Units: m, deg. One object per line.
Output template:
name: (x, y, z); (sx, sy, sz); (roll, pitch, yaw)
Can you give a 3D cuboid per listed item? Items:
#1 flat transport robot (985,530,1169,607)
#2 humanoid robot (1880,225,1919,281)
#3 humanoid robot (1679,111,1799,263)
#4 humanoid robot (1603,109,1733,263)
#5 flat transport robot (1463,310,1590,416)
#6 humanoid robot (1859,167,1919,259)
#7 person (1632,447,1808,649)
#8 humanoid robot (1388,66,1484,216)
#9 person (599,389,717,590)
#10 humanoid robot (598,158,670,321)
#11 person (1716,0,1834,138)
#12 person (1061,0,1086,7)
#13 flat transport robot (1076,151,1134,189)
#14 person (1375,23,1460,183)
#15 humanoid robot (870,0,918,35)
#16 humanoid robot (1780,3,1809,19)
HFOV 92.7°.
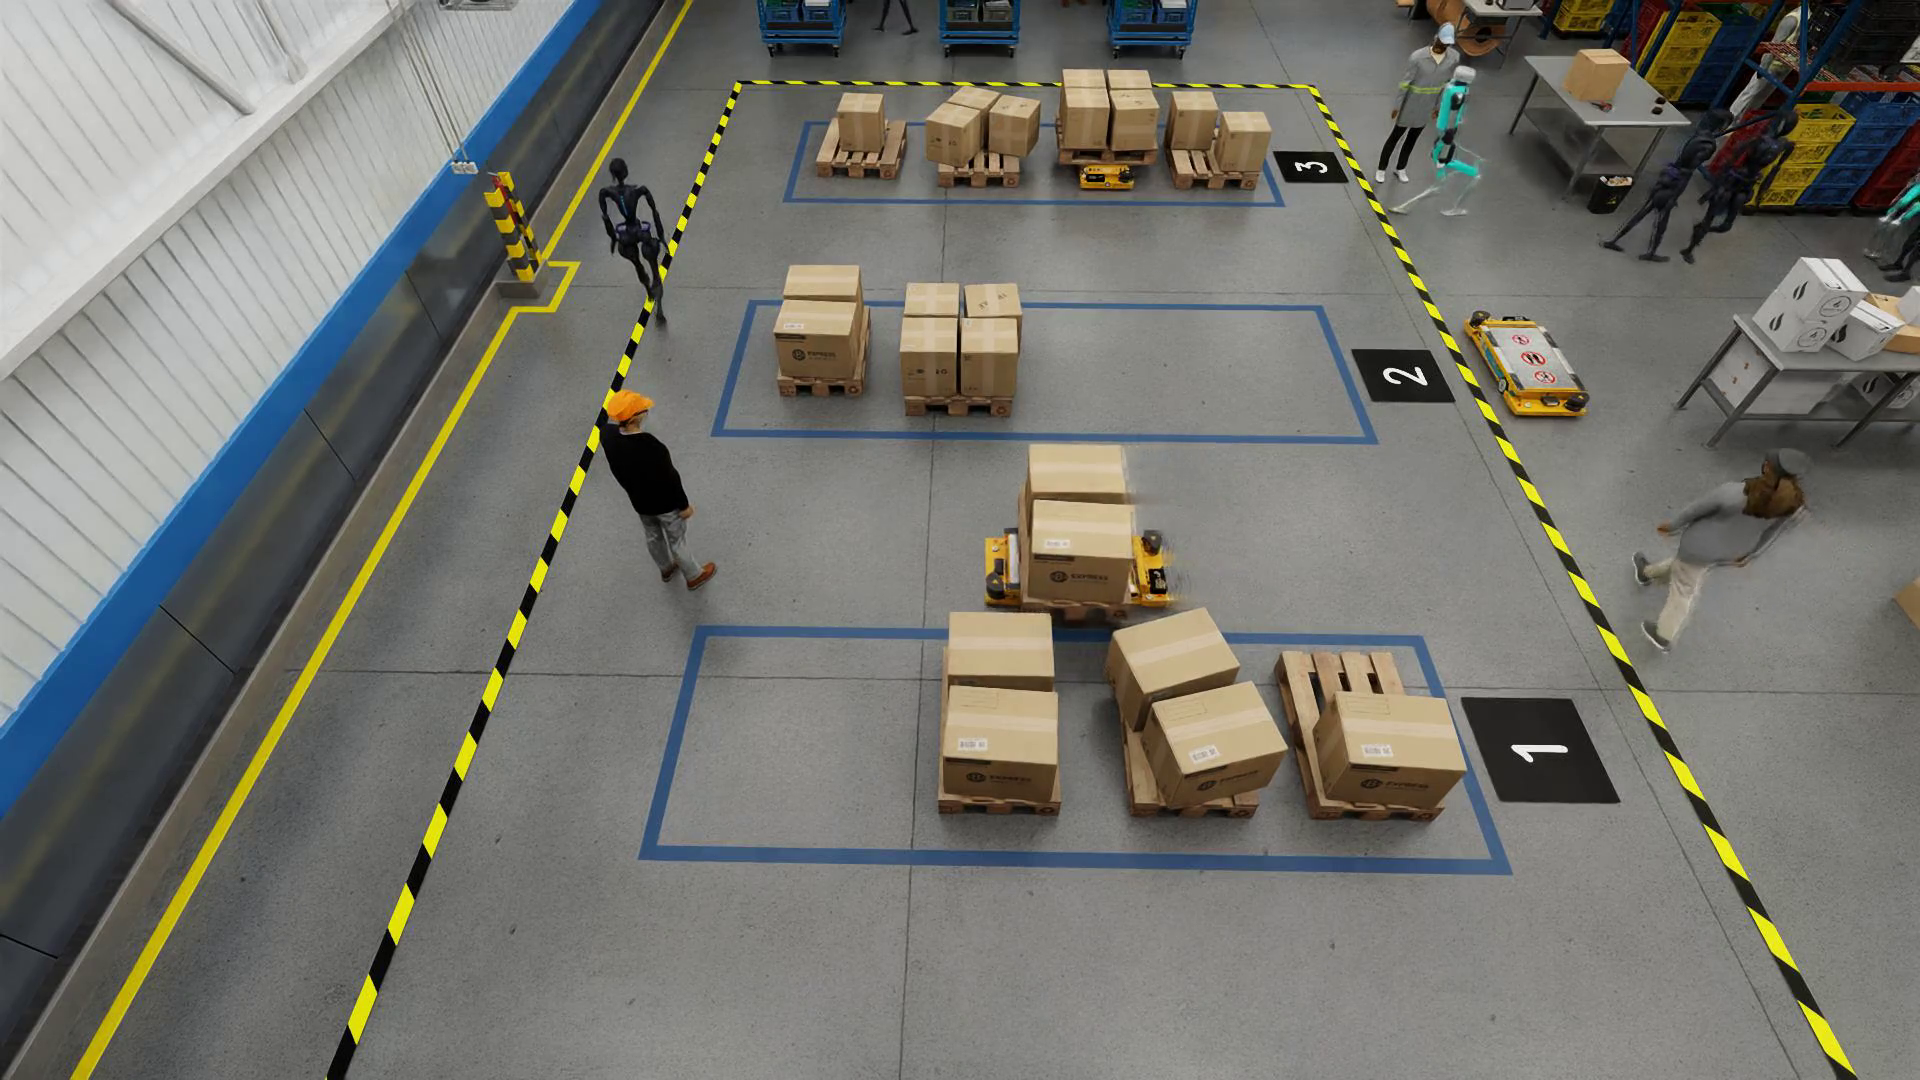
flat transport robot: (0.920, 0.211, 7.332); (1.431, 0.197, 0.652); (1, 49, 1)
humanoid robot: (10.452, -3.541, 9.660); (0.386, 1.647, 0.593); (0, 49, 0)
humanoid robot: (8.391, -3.855, 9.938); (0.598, 1.638, 0.477); (4, 49, 4)
humanoid robot: (7.756, -3.826, 9.927); (0.723, 1.634, 0.602); (19, 52, 16)
flat transport robot: (5.573, -1.757, 9.054); (0.659, 0.231, 1.431); (1, 49, 1)
humanoid robot: (10.440, -3.815, 9.891); (0.819, 1.801, 0.534); (-16, 51, -13)
person: (5.388, -0.030, 6.593); (0.580, 1.716, 0.927); (3, 49, 2)
humanoid robot: (5.697, -4.425, 10.438); (1.047, 1.769, 0.537); (9, 50, 8)
person: (-2.241, -0.335, 6.758); (0.586, 1.881, 0.387); (21, 52, 17)
humanoid robot: (-3.267, -2.997, 9.215); (0.590, 1.633, 0.710); (-7, 49, -6)
person: (10.569, -6.138, 11.815); (0.622, 1.835, 0.431); (-14, 51, -12)
person: (1.929, -9.759, 14.877); (0.634, 1.936, 0.353); (-12, 50, -10)
flat transport robot: (1.845, -4.982, 11.827); (0.652, 0.197, 1.431); (1, 49, 1)
person: (5.500, -5.202, 10.989); (0.597, 1.850, 0.395); (-1, 49, -1)
humanoid robot: (-1.047, -8.657, 14.111); (0.744, 1.631, 0.588); (-17, 51, -14)
humanoid robot: (12.415, -7.935, 13.489); (0.321, 1.657, 0.609); (4, 49, 3)
